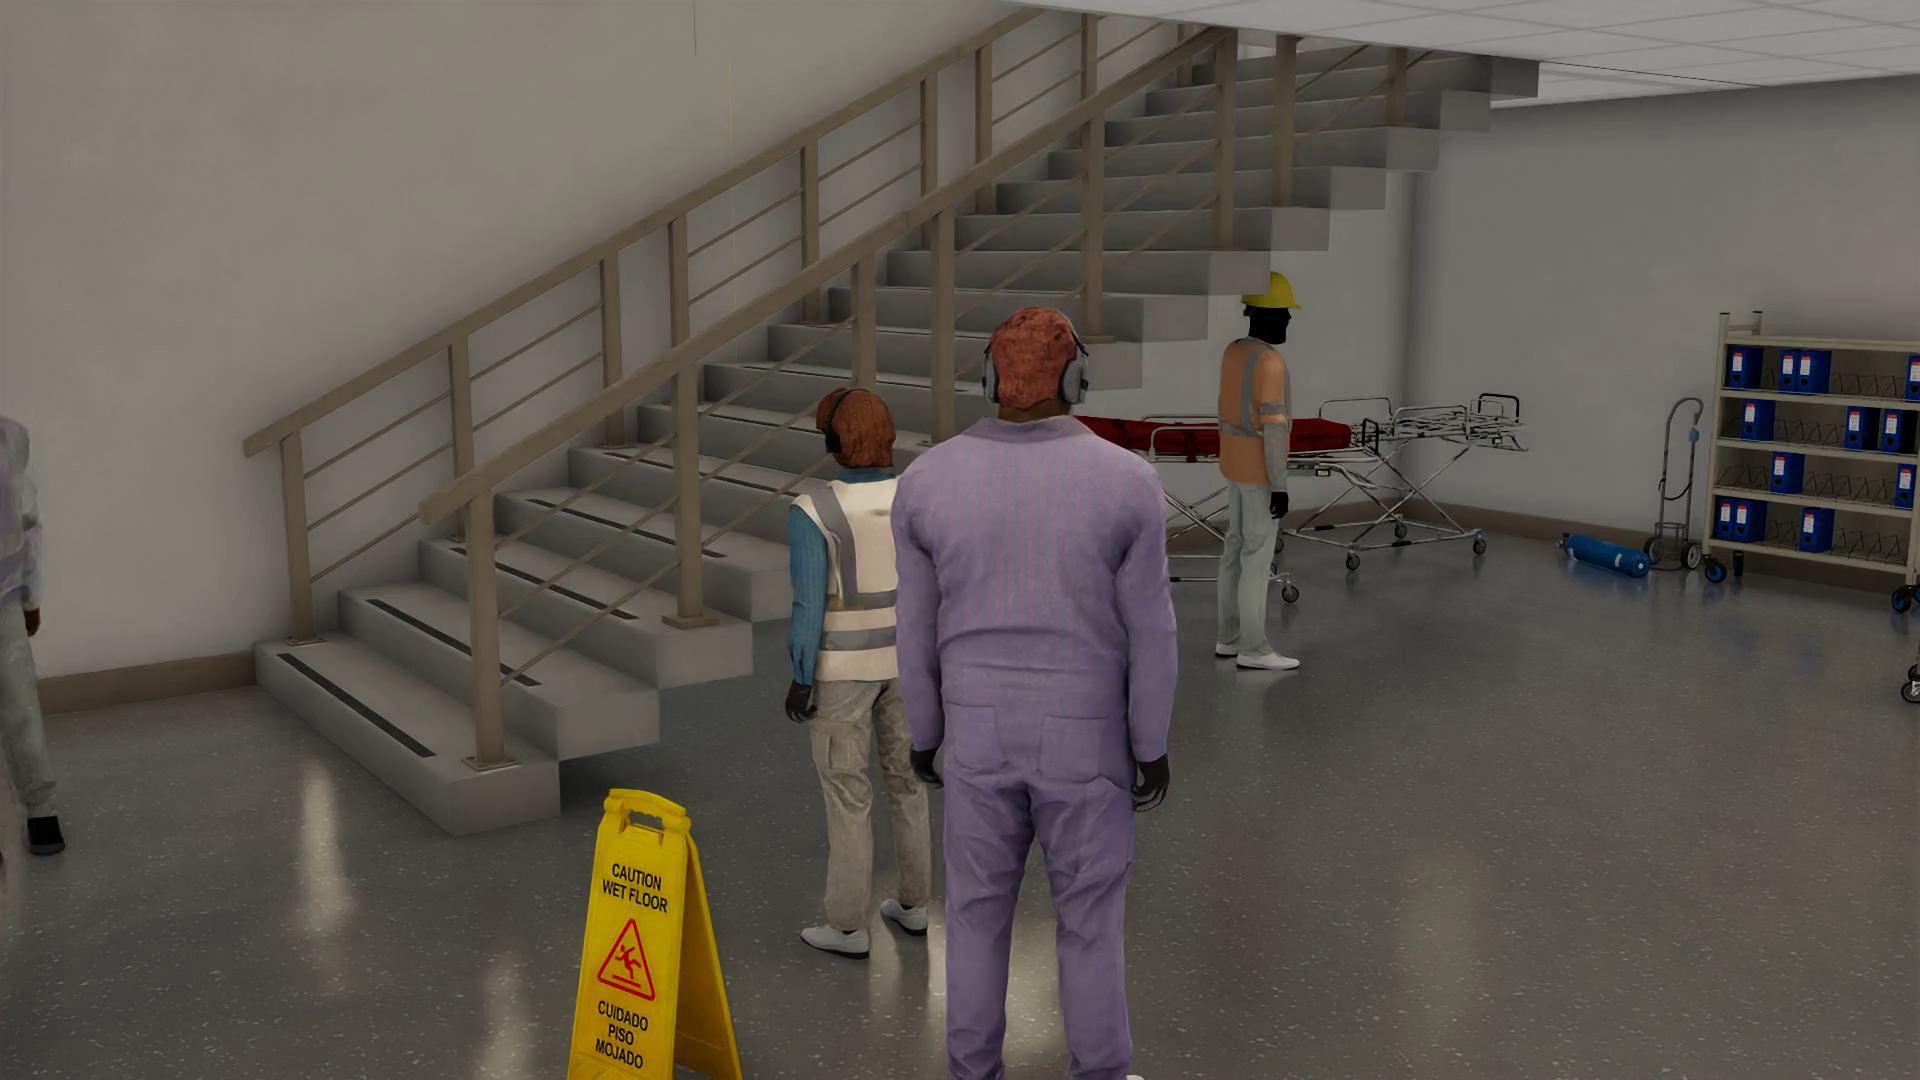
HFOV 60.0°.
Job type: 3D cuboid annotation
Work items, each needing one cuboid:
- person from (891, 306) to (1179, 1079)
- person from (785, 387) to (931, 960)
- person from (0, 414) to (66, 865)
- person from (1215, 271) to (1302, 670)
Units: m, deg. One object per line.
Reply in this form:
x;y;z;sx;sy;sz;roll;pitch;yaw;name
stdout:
0.178;0.428;3.787;0.639;1.903;0.407;3;10;16;person
-0.279;0.383;4.797;0.523;1.638;0.310;-9;13;-41;person
-3.253;0.185;5.443;0.438;1.814;0.588;7;12;35;person
1.453;-0.335;8.095;0.367;1.926;0.594;-2;10;-14;person
